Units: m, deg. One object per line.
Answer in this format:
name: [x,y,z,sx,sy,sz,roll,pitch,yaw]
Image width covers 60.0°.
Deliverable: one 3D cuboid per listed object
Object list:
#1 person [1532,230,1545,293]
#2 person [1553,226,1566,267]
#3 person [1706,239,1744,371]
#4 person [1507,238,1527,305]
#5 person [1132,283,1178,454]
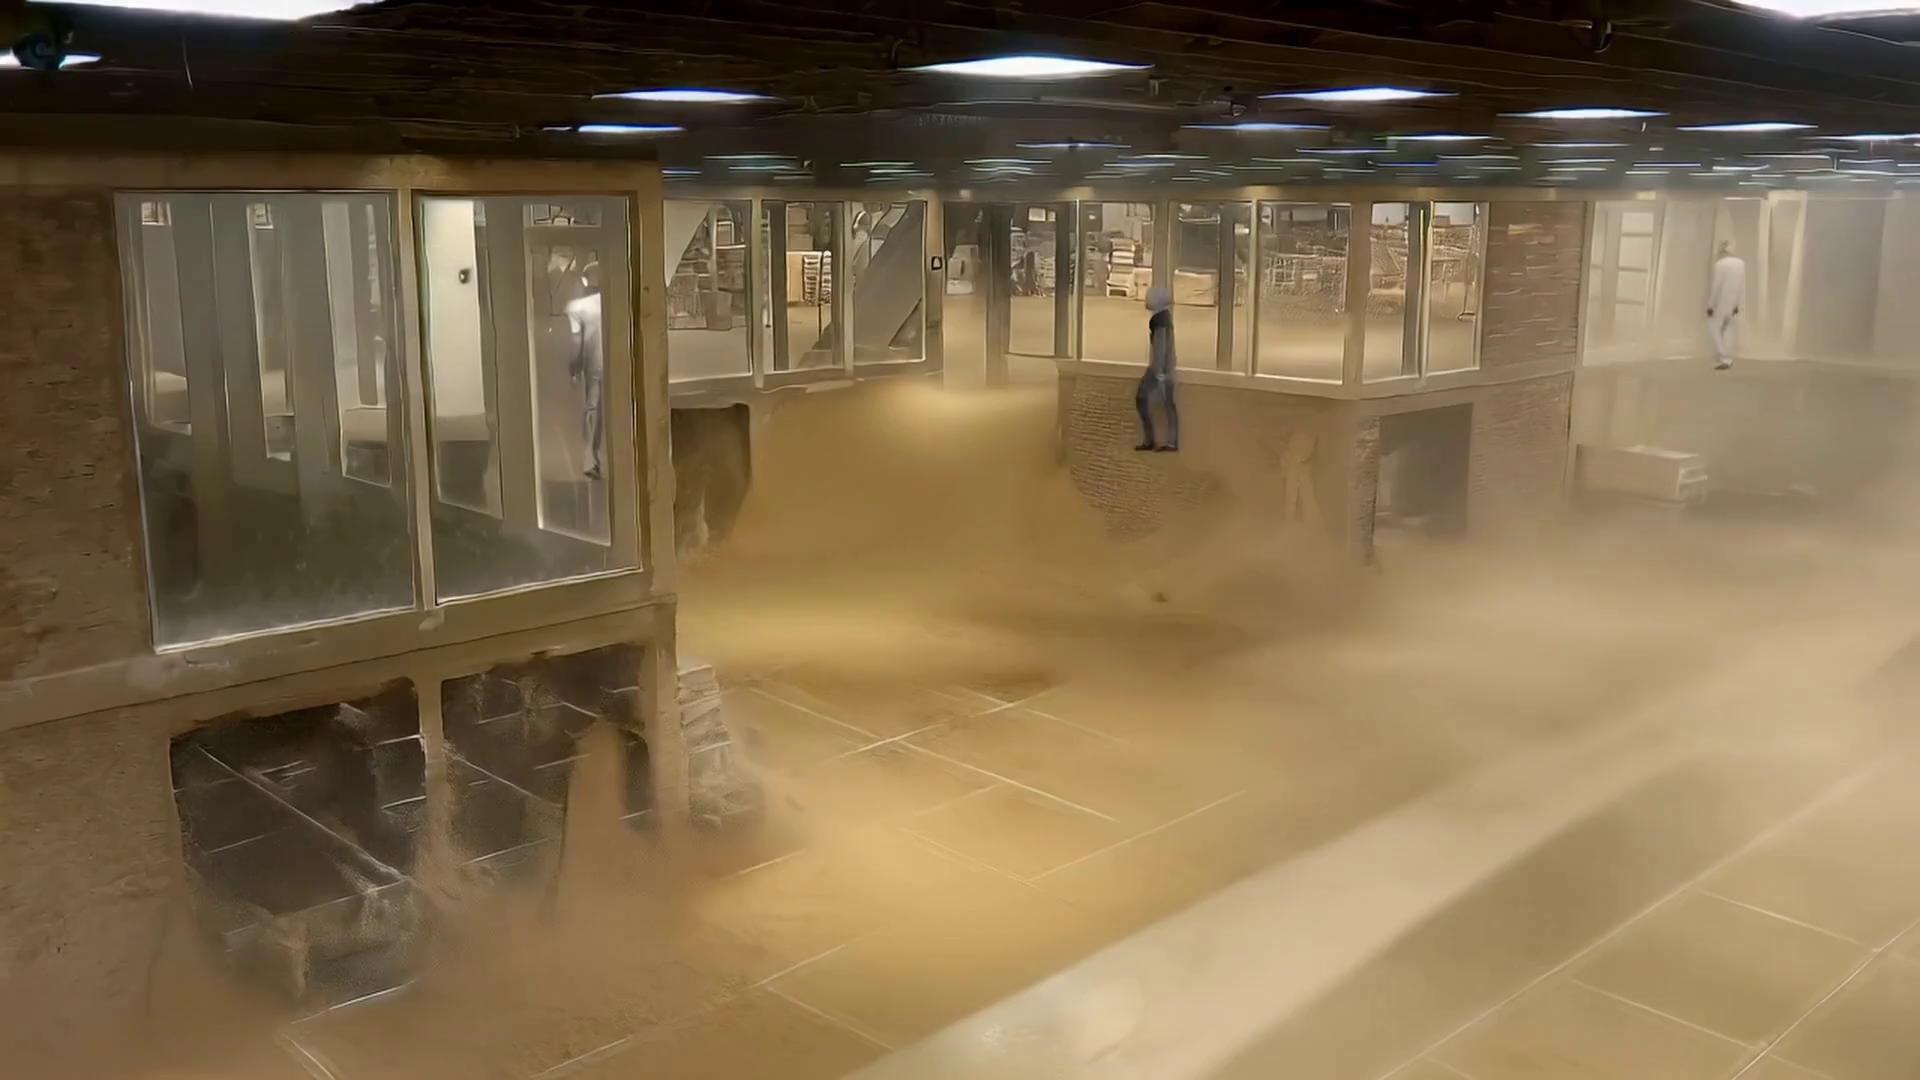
person: [15.888,-7.715,45.600,0.614,1.915,0.560,-8,14,-34]
person: [13.325,-5.934,36.544,0.651,1.966,0.676,-7,13,-32]
person: [10.962,-3.360,23.859,0.752,1.892,0.421,-8,14,-36]
person: [12.962,-6.226,38.684,0.501,1.690,0.918,-10,15,-42]
person: [1.843,-1.612,15.758,0.545,1.619,0.508,5,12,25]
